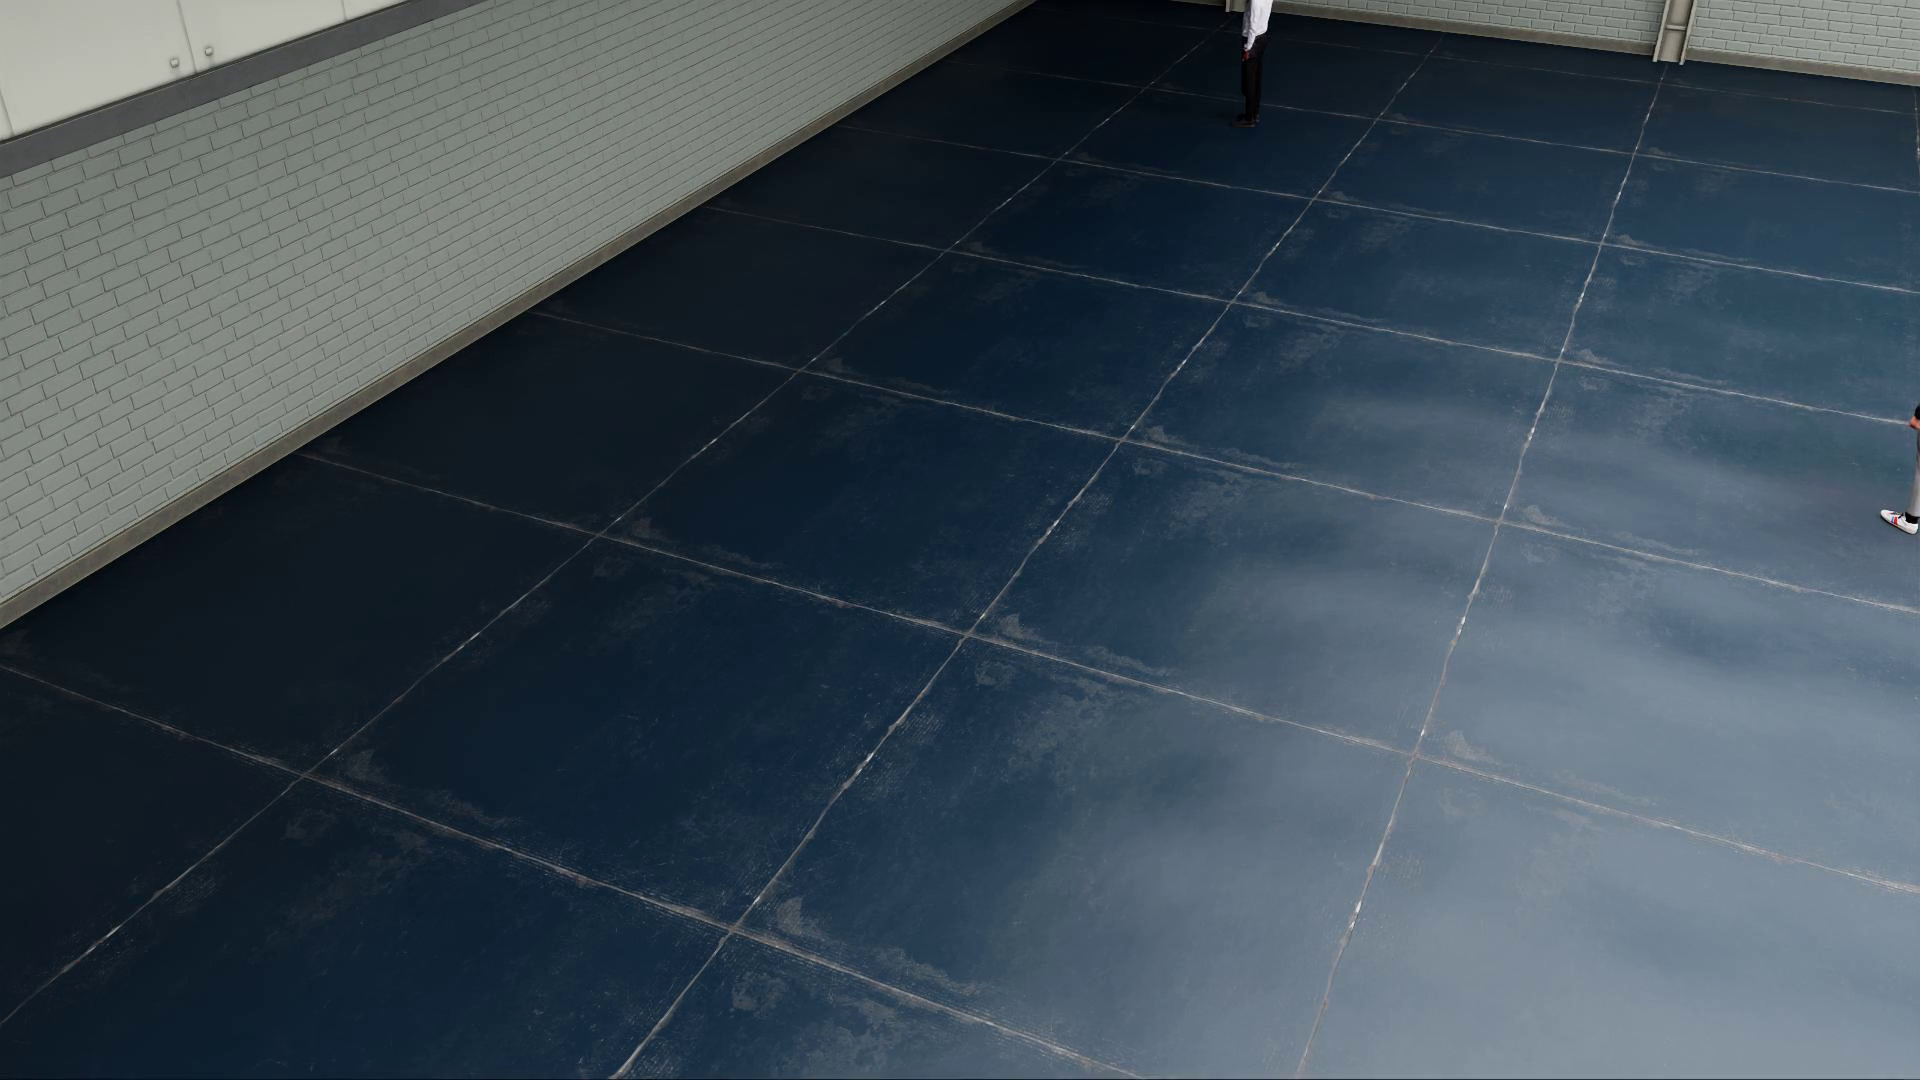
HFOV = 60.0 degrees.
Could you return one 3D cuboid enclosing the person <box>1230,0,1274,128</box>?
[{"bbox_3d":[3.494,-5.854,19.774,0.530,1.836,0.652,16,36,24],"label":"person"}]
